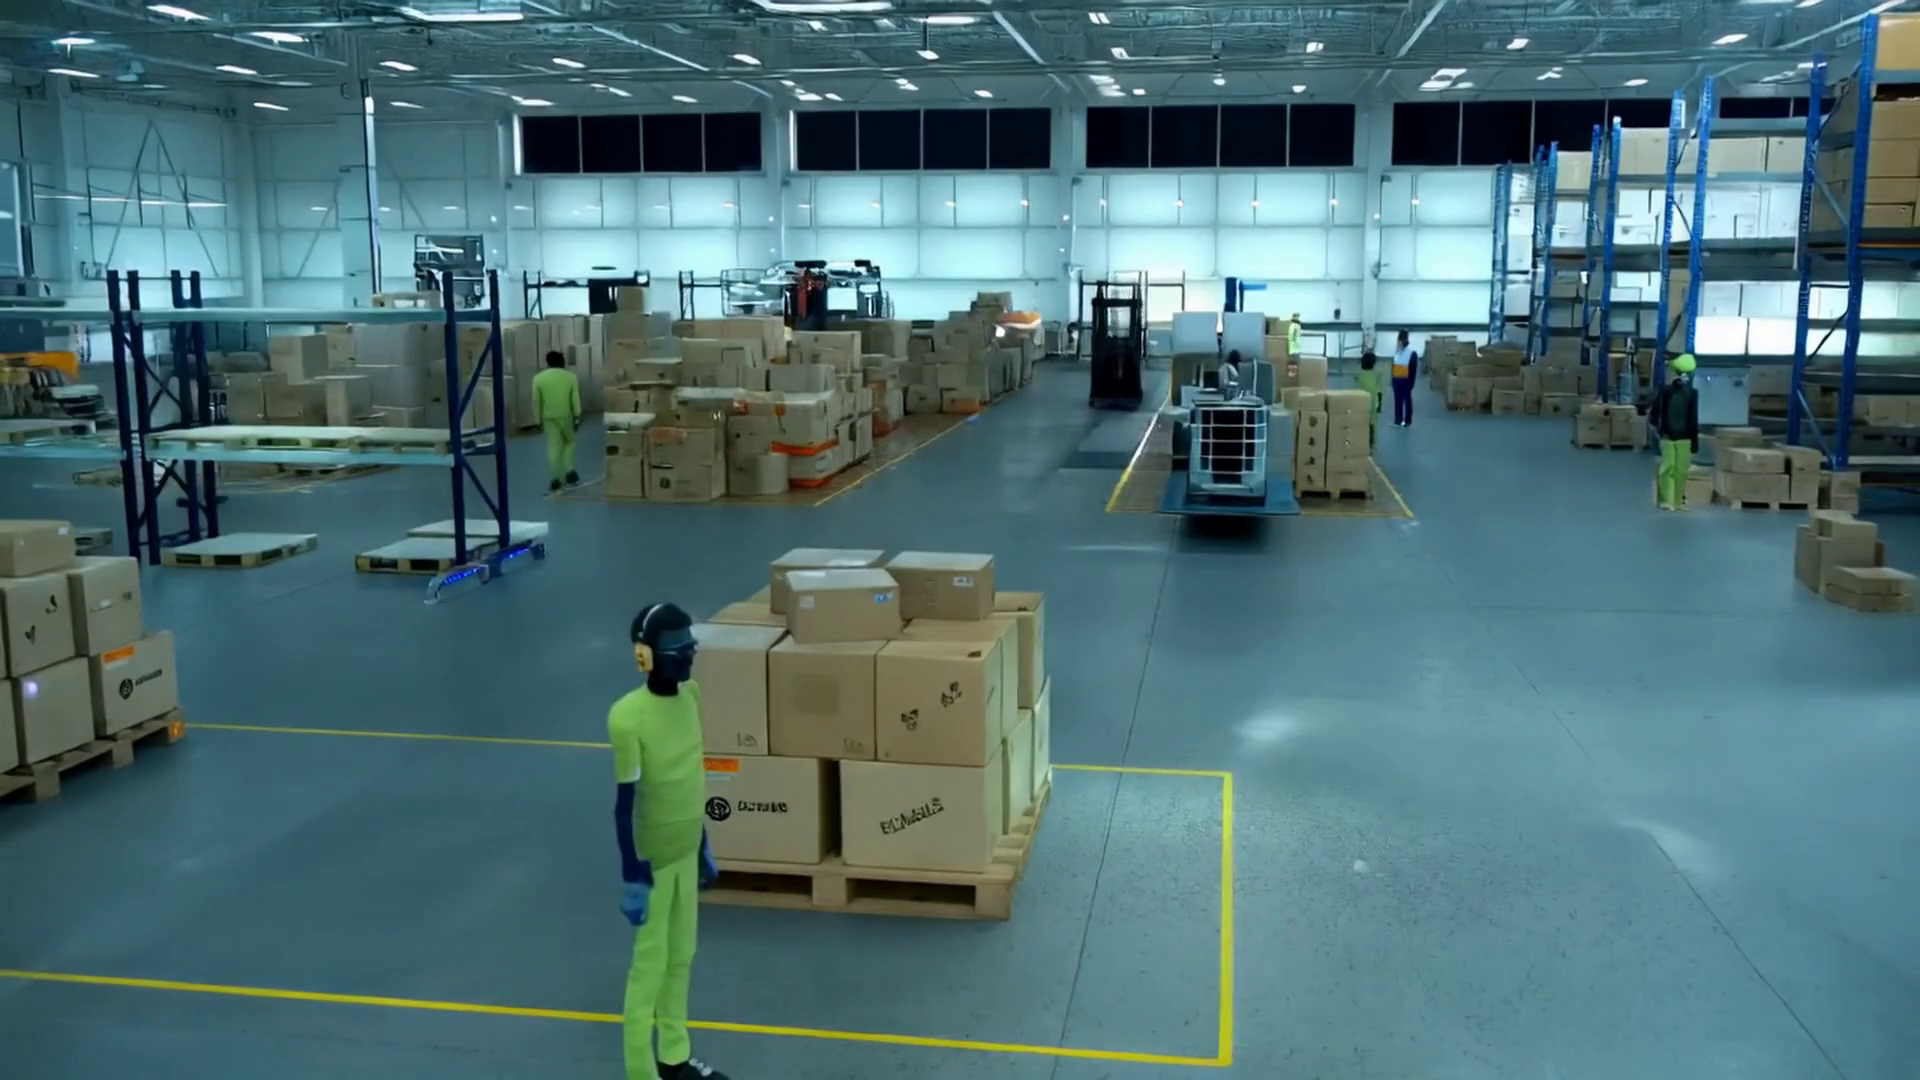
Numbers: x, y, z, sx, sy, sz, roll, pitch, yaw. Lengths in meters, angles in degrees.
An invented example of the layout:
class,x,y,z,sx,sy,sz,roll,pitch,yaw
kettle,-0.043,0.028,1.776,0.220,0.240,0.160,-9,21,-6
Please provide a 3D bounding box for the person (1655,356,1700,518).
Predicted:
class,x,y,z,sx,sy,sz,roll,pitch,yaw
person,8.839,-1.267,20.455,0.376,1.992,0.622,-3,10,-19

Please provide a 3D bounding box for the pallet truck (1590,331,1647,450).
class,x,y,z,sx,sy,sz,roll,pitch,yaw
pallet truck,11.253,-2.573,28.499,0.823,1.965,1.885,5,10,27

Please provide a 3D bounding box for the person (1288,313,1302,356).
class,x,y,z,sx,sy,sz,roll,pitch,yaw
person,9.003,-5.172,44.875,0.567,1.879,1.003,8,12,40

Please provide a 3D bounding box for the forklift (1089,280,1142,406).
class,x,y,z,sx,sy,sz,roll,pitch,yaw
forklift,3.552,-4.482,37.560,1.129,2.768,1.873,1,9,8

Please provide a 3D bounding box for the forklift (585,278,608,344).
class,x,y,z,sx,sy,sz,roll,pitch,yaw
forklift,-9.889,-5.755,45.410,1.873,2.768,1.129,0,9,3

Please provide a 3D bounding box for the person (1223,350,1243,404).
class,x,y,z,sx,sy,sz,roll,pitch,yaw
person,4.920,-2.645,30.173,0.532,1.596,0.862,-7,11,-37

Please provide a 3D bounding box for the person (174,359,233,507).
class,x,y,z,sx,sy,sz,roll,pitch,yaw
person,-9.732,-1.362,21.311,0.785,1.910,0.636,1,9,4

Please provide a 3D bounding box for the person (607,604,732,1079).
class,x,y,z,sx,sy,sz,roll,pitch,yaw
person,-1.042,1.143,5.974,0.317,1.870,0.531,4,10,22

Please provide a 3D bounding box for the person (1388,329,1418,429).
class,x,y,z,sx,sy,sz,roll,pitch,yaw
person,8.542,-3.101,32.032,0.397,1.911,0.587,-5,11,-30

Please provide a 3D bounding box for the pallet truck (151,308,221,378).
class,x,y,z,sx,sy,sz,roll,pitch,yaw
pallet truck,-21.869,-5.598,47.154,0.823,1.965,1.885,4,10,26

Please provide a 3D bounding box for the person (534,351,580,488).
class,x,y,z,sx,sy,sz,roll,pitch,yaw
person,-5.665,-1.709,23.478,0.659,1.889,0.979,0,9,-3

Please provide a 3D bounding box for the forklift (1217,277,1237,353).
class,x,y,z,sx,sy,sz,roll,pitch,yaw
forklift,7.832,-6.234,48.361,1.873,2.768,1.129,1,9,9

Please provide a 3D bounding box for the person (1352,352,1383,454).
class,x,y,z,sx,sy,sz,roll,pitch,yaw
person,6.729,-2.279,27.644,0.561,1.672,0.665,-1,9,-5

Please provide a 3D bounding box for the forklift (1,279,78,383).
class,x,y,z,sx,sy,sz,roll,pitch,yaw
forklift,-22.135,-4.786,39.432,1.873,2.768,1.129,1,9,9
